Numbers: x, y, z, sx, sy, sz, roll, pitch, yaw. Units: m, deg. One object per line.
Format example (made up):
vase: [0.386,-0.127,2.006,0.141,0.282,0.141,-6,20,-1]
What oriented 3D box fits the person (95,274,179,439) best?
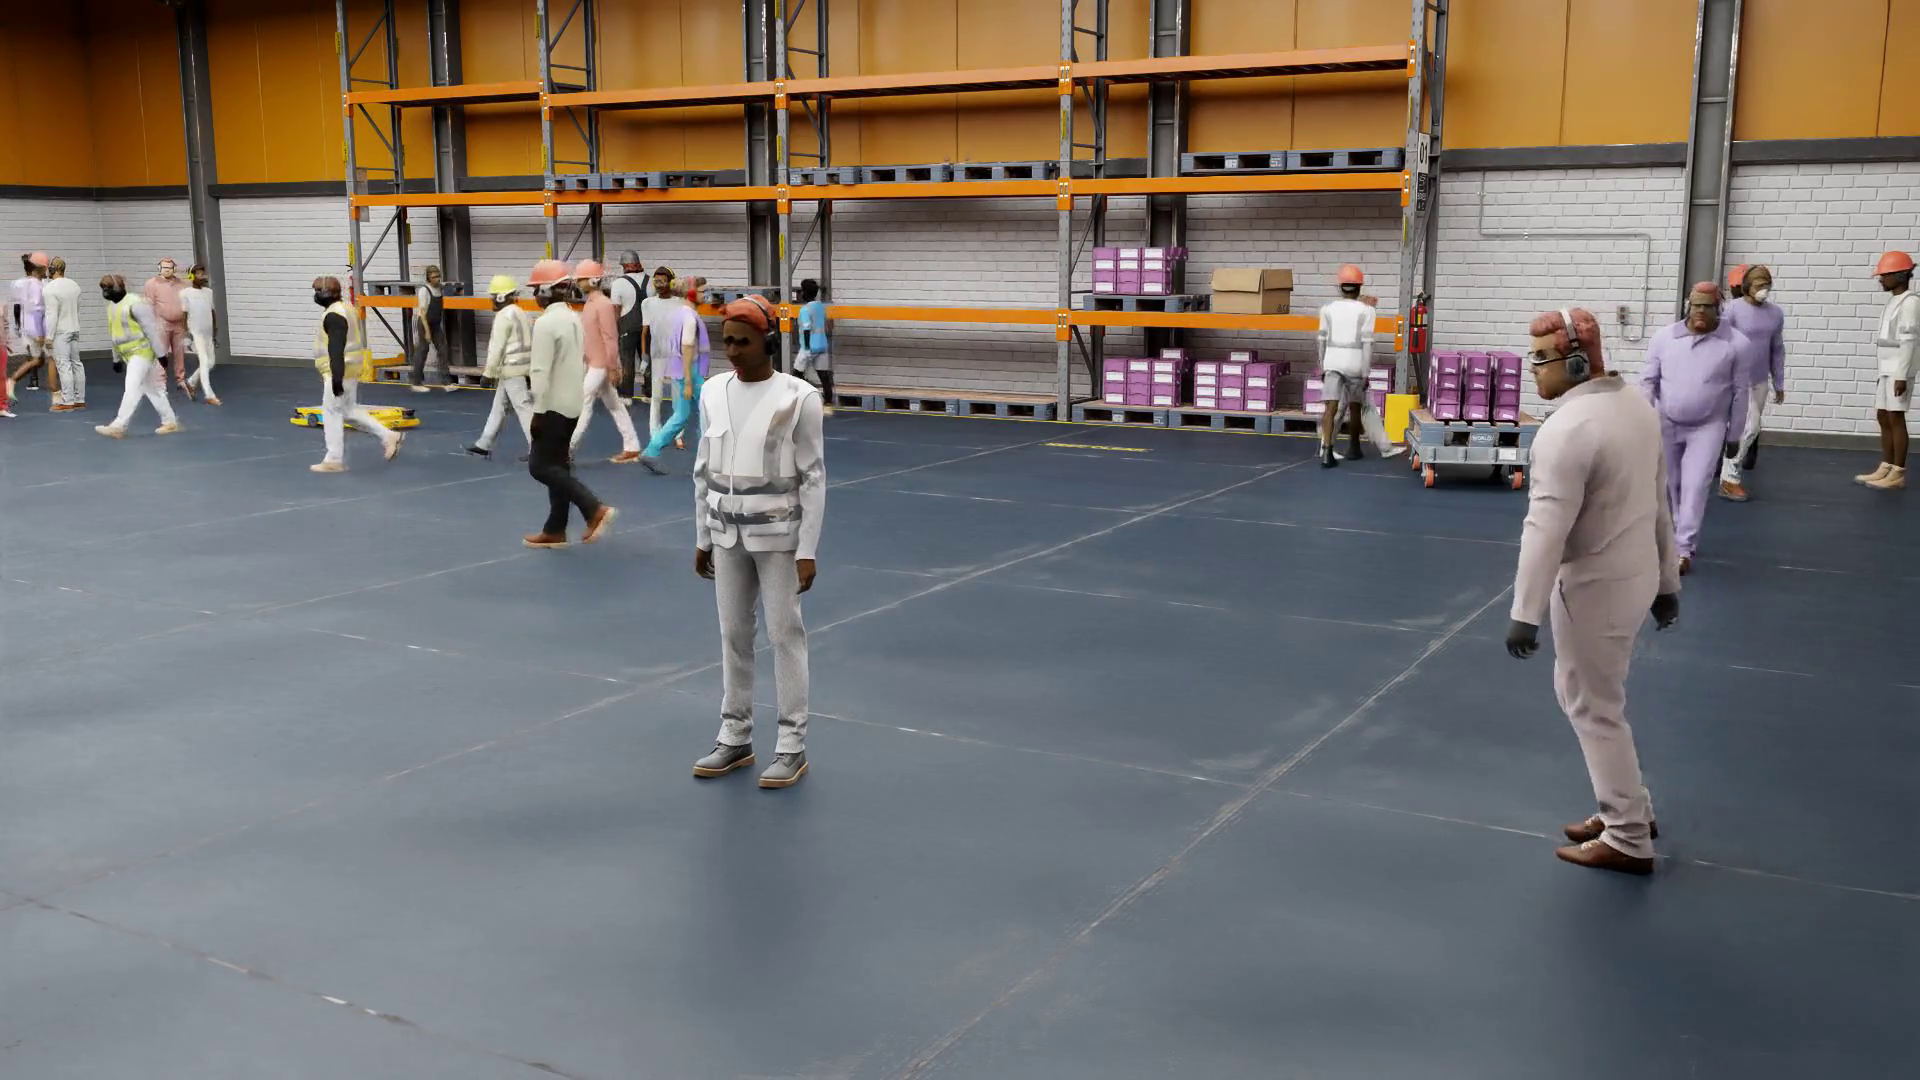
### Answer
person: [-8.974,-1.989,18.048,0.657,1.765,0.987,8,13,39]

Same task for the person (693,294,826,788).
person: [-0.786,0.007,6.393,0.572,1.887,0.356,5,11,27]

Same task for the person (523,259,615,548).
person: [-2.687,-0.900,11.249,0.625,1.980,0.638,1,10,8]

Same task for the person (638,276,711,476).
person: [-2.458,-1.462,14.929,0.903,1.815,0.576,-2,10,-13]

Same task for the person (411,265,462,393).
person: [-7.417,-2.957,23.417,0.912,1.794,0.528,4,11,21]

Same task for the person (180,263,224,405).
person: [-10.013,-2.705,21.866,0.733,1.853,0.526,4,11,22]

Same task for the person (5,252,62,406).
person: [-12.016,-2.717,21.508,0.824,2.003,0.620,-9,13,-40]

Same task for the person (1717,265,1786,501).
person: [6.393,-1.250,13.435,0.650,1.909,0.548,-4,11,-23]

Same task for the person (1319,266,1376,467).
person: [3.646,-1.642,15.746,0.549,1.896,0.996,5,11,25]

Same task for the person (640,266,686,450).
person: [-2.982,-1.840,16.913,0.535,1.864,0.312,-1,10,-8]

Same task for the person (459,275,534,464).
person: [-4.390,-1.605,15.815,0.927,1.783,0.591,-1,10,-3]

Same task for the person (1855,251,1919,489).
person: [7.970,-1.448,14.237,0.406,2.031,0.614,2,10,13]

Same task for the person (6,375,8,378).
person: [-15.122,-3.269,25.752,0.527,1.598,0.846,-1,10,-8]

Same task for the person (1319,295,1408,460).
person: [3.902,-1.558,16.086,0.861,1.589,0.522,-1,10,-4]

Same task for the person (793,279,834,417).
person: [-1.878,-2.323,20.215,0.803,1.666,0.543,6,11,29]

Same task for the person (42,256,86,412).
person: [-11.257,-2.575,20.864,0.372,1.940,0.630,1,10,4]

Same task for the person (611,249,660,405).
person: [-4.294,-2.798,21.840,0.681,2.000,0.535,-8,13,-38]

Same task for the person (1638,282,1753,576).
person: [4.724,-0.738,10.745,0.629,1.849,1.025,8,13,38]

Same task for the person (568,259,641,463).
person: [-3.489,-1.660,15.675,1.035,1.933,0.653,-4,11,-23]

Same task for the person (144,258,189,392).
person: [-11.281,-3.073,23.787,0.400,1.905,0.643,7,12,36]

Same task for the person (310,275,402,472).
person: [-5.625,-1.536,15.350,0.722,1.813,0.660,-2,10,-13]

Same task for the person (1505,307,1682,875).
person: [2.089,0.179,5.474,0.520,1.864,0.669,8,13,39]

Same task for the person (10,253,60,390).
person: [-13.380,-3.160,24.095,0.602,1.967,0.367,-8,13,-40]

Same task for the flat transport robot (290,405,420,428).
flat transport robot: [-6.932,-1.417,19.028,1.431,0.197,0.652,6,12,31]

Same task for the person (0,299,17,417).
person: [-11.621,-2.330,19.967,0.326,1.767,0.533,5,11,26]

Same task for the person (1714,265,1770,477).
person: [7.117,-1.549,15.146,0.546,1.911,0.882,8,13,37]
